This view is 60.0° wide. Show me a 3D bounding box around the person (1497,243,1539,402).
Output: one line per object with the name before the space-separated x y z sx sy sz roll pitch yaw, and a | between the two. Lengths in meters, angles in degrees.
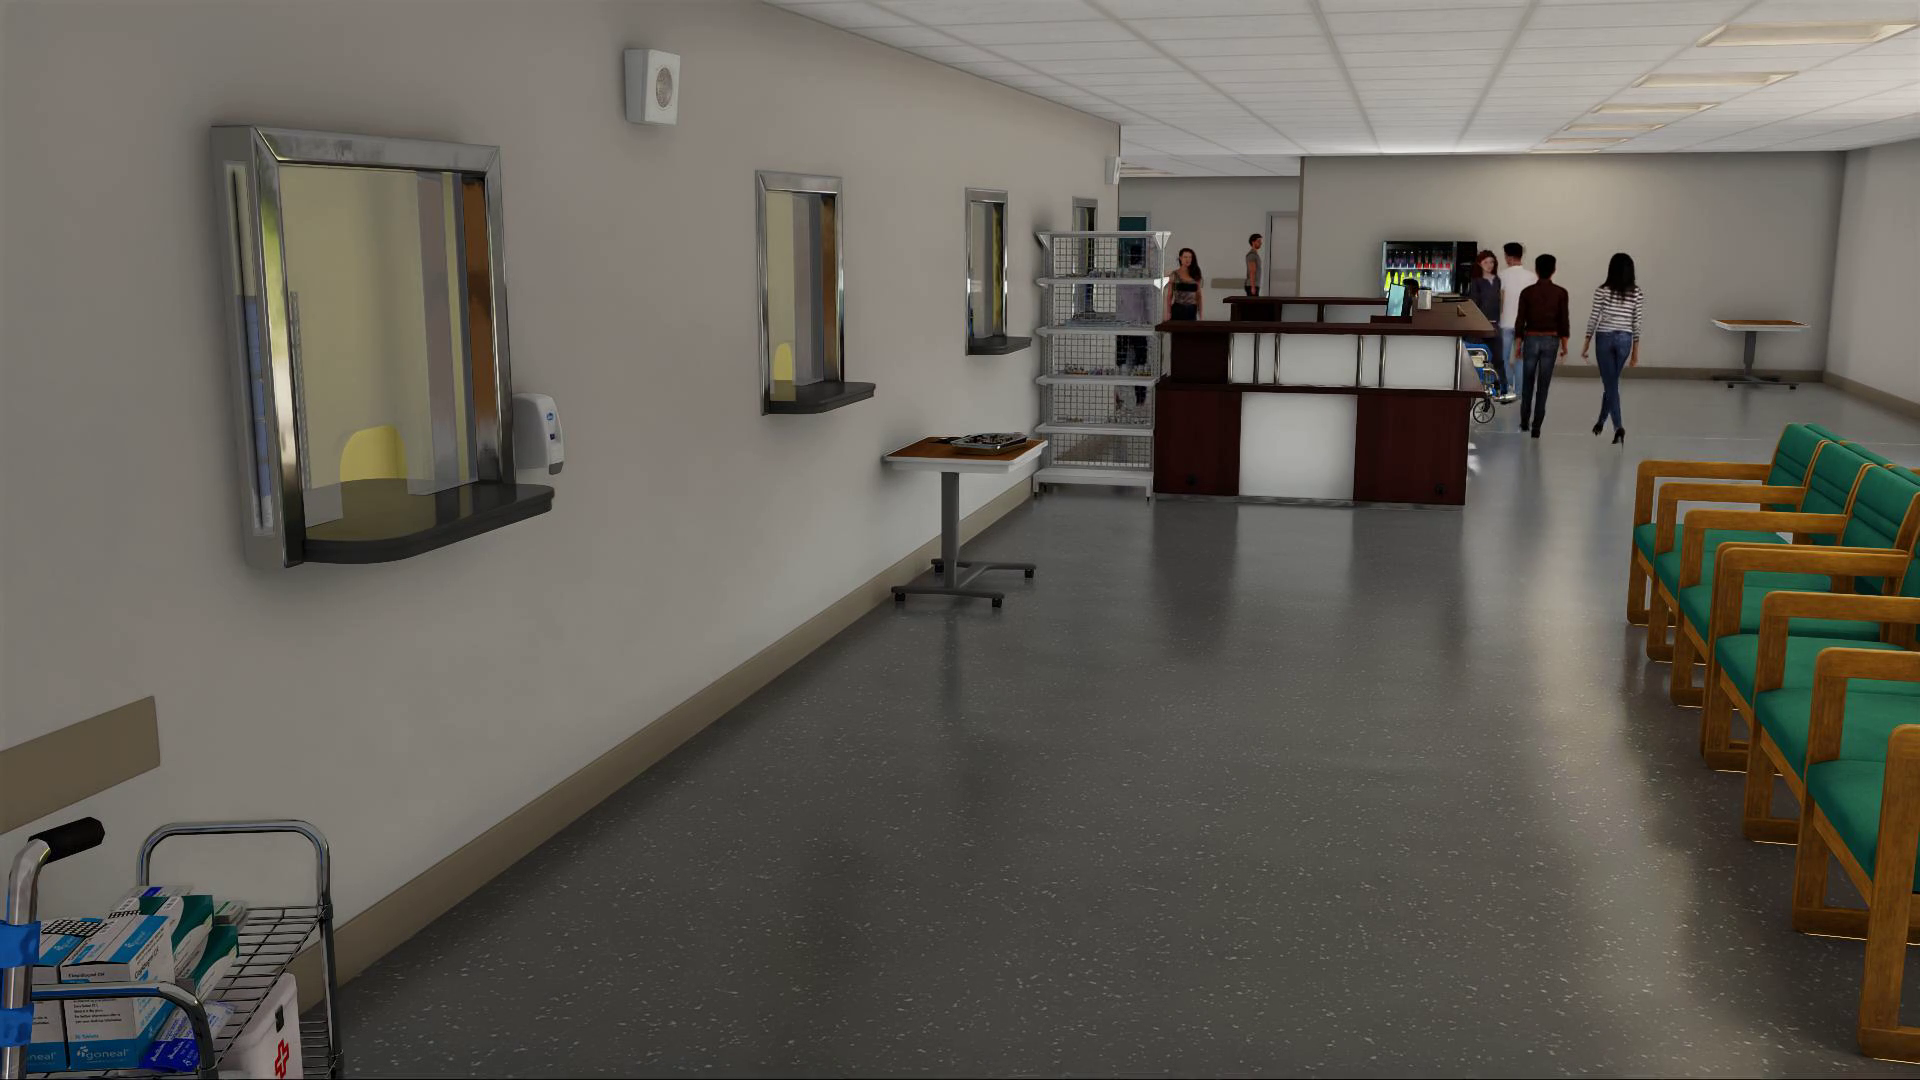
person | 6.319 -2.436 18.968 1.074 1.819 0.907 1 11 7

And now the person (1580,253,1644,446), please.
person | 6.017 -1.702 15.286 1.122 1.733 0.834 1 11 4

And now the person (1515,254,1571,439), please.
person | 5.626 -1.853 16.086 0.899 1.748 0.769 4 12 21

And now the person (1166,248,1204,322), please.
person | 2.831 -2.852 21.320 0.776 1.759 0.833 -3 11 -14

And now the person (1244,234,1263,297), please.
person | 5.348 -4.647 30.421 0.542 1.894 0.630 3 11 15

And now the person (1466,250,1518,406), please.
person | 5.875 -2.381 18.917 1.084 1.730 1.034 -4 11 -18

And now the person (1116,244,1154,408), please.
person | 1.897 -2.371 18.611 1.027 1.825 0.845 6 12 29
